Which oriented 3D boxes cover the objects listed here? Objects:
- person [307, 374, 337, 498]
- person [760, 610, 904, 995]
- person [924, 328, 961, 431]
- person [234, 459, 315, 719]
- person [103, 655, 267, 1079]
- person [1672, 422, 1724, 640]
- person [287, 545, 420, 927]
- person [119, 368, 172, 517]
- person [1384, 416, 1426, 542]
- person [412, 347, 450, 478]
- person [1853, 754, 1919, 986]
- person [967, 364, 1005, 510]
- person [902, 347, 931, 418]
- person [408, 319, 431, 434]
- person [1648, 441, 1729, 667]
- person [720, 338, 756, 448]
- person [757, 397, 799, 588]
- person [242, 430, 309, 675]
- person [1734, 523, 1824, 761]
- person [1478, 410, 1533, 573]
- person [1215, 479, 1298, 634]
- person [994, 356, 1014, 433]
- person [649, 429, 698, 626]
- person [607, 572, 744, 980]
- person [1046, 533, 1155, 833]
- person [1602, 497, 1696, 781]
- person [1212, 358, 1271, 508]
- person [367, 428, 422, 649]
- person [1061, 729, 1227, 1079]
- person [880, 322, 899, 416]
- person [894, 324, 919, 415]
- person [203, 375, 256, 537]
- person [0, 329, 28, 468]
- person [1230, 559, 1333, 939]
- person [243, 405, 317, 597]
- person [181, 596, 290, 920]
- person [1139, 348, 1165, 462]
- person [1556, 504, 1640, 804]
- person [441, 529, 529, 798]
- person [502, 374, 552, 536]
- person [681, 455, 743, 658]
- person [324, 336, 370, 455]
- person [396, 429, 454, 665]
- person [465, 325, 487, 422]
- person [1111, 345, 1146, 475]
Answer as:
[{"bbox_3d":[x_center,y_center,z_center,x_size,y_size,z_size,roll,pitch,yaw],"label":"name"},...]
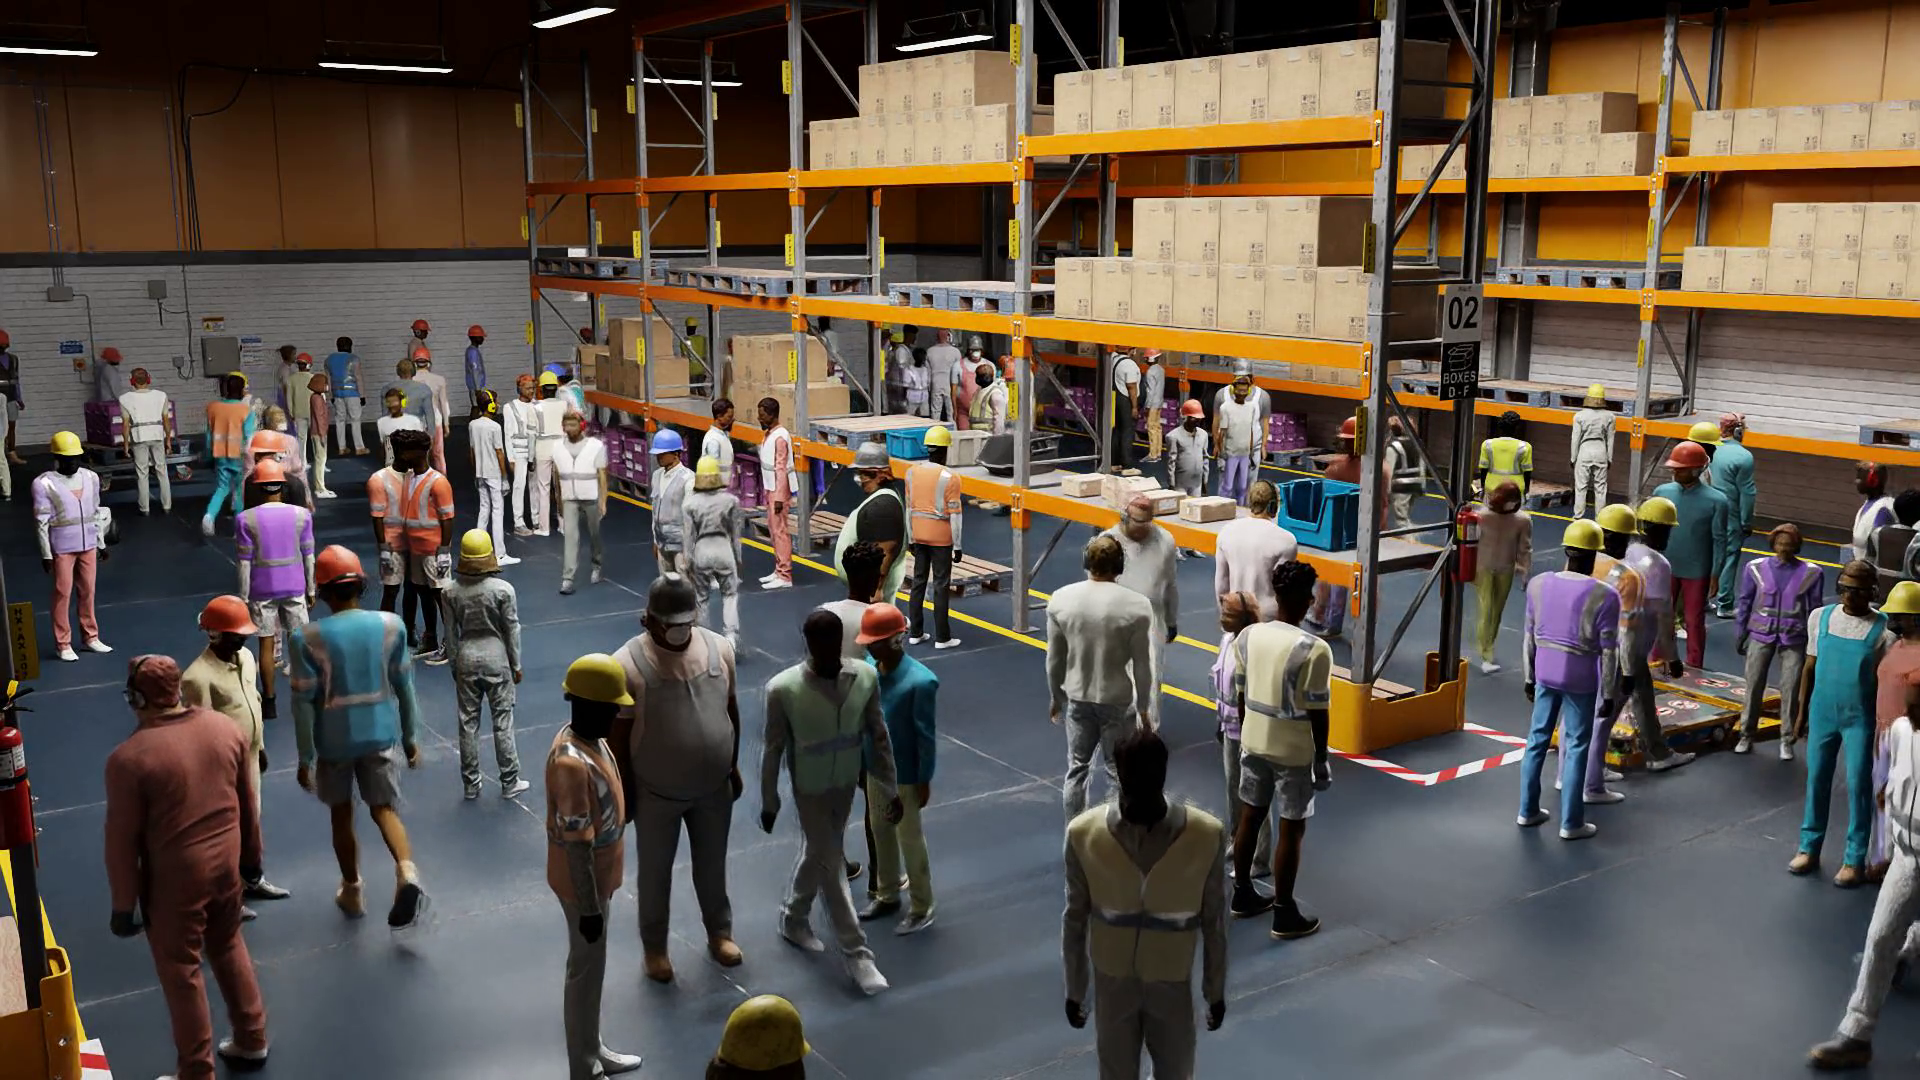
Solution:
[{"bbox_3d":[-8.424,-1.375,21.932,0.266,1.631,0.507,-5,12,-25],"label":"person"},{"bbox_3d":[-0.629,1.225,8.080,0.617,1.846,1.017,-9,14,-37],"label":"person"},{"bbox_3d":[-0.256,-2.444,26.704,0.643,1.909,0.410,2,11,12],"label":"person"},{"bbox_3d":[-5.055,0.361,12.307,0.549,1.927,0.393,-8,13,-34],"label":"person"},{"bbox_3d":[-3.286,1.413,7.044,0.428,1.884,0.680,5,12,24],"label":"person"},{"bbox_3d":[6.424,-0.084,14.592,0.396,1.920,0.587,10,15,41],"label":"person"},{"bbox_3d":[-3.092,1.043,8.606,0.624,2.019,0.795,-8,13,-35],"label":"person"},{"bbox_3d":[-10.028,-1.203,20.522,0.566,1.841,0.390,-9,14,-39],"label":"person"},{"bbox_3d":[4.709,-0.509,17.545,0.552,1.611,0.434,-8,14,-36],"label":"person"},{"bbox_3d":[-7.022,-1.533,21.849,0.615,1.984,0.408,-3,11,-15],"label":"person"},{"bbox_3d":[4.777,1.216,7.999,0.985,1.883,0.627,-2,11,-11],"label":"person"},{"bbox_3d":[0.320,-1.312,21.081,0.429,1.840,0.635,-5,12,-23],"label":"person"},{"bbox_3d":[-0.728,-2.194,26.016,0.556,1.670,0.710,-7,13,-32],"label":"person"},{"bbox_3d":[-8.976,-2.681,27.727,0.405,1.986,0.612,0,11,1],"label":"person"},{"bbox_3d":[5.564,0.225,12.834,0.401,1.989,0.624,-9,15,-40],"label":"person"},{"bbox_3d":[-3.558,-2.289,26.194,0.949,1.797,0.572,-1,11,-7],"label":"person"},{"bbox_3d":[-1.828,-0.478,16.647,0.401,1.909,0.599,-3,12,-17],"label":"person"},{"bbox_3d":[-5.538,0.100,13.453,0.612,1.997,0.375,4,12,19],"label":"person"},{"bbox_3d":[5.598,0.688,11.383,0.529,1.633,0.316,6,13,30],"label":"person"},{"bbox_3d":[5.665,-0.500,17.294,0.541,1.695,0.315,6,13,29],"label":"person"},{"bbox_3d":[2.023,0.543,11.332,0.356,1.938,0.633,-11,15,-44],"label":"person"},{"bbox_3d":[0.571,-1.486,21.885,0.345,1.878,0.578,-1,11,-6],"label":"person"},{"bbox_3d":[-2.395,0.030,13.972,0.605,1.939,0.414,11,15,43],"label":"person"},{"bbox_3d":[-1.359,1.125,8.094,0.686,2.000,0.536,-7,13,-31],"label":"person"},{"bbox_3d":[0.796,0.922,9.425,0.648,1.935,0.351,5,12,22],"label":"person"},{"bbox_3d":[4.499,0.663,10.858,0.947,1.884,0.597,0,11,0],"label":"person"},{"bbox_3d":[3.310,-1.130,19.633,0.682,2.000,0.538,2,11,10],"label":"person"},{"bbox_3d":[-4.668,0.025,13.978,0.413,1.949,0.606,6,13,28],"label":"person"},{"bbox_3d":[0.669,1.584,6.107,0.606,1.897,0.595,1,11,6],"label":"person"},{"bbox_3d":[-1.316,-3.115,30.362,0.403,1.825,0.595,-11,15,-44],"label":"person"},{"bbox_3d":[-0.866,-2.566,27.234,0.426,1.949,0.624,3,11,13],"label":"person"},{"bbox_3d":[-8.356,-0.925,18.981,0.643,1.889,0.669,2,11,8],"label":"person"},{"bbox_3d":[-14.085,-2.084,24.524,0.395,2.039,0.607,4,12,21],"label":"person"},{"bbox_3d":[1.669,1.066,8.631,0.387,1.958,0.602,-8,13,-34],"label":"person"},{"bbox_3d":[-6.550,-0.367,16.122,1.004,1.883,0.656,3,12,17],"label":"person"},{"bbox_3d":[-3.832,1.142,8.787,0.354,1.738,0.571,1,11,7],"label":"person"},{"bbox_3d":[2.891,-2.053,25.098,0.337,1.748,0.575,5,12,24],"label":"person"},{"bbox_3d":[4.046,0.719,10.505,0.401,1.915,0.591,-4,12,-21],"label":"person"},{"bbox_3d":[-3.023,0.787,10.583,0.487,1.746,0.289,0,11,2],"label":"person"},{"bbox_3d":[-5.031,-0.990,19.339,0.352,1.880,0.577,9,14,37],"label":"person"},{"bbox_3d":[-2.049,0.164,13.808,0.510,1.729,0.507,-2,11,-12],"label":"person"},{"bbox_3d":[-9.506,-2.236,25.824,0.620,1.837,0.429,2,11,12],"label":"person"},{"bbox_3d":[-4.417,0.054,13.769,0.612,1.962,0.363,10,15,42],"label":"person"},{"bbox_3d":[-7.823,-2.516,26.994,0.373,1.934,0.551,-4,12,-20],"label":"person"},{"bbox_3d":[2.409,-1.964,23.902,0.535,2.000,0.682,-4,12,-20],"label":"person"}]
